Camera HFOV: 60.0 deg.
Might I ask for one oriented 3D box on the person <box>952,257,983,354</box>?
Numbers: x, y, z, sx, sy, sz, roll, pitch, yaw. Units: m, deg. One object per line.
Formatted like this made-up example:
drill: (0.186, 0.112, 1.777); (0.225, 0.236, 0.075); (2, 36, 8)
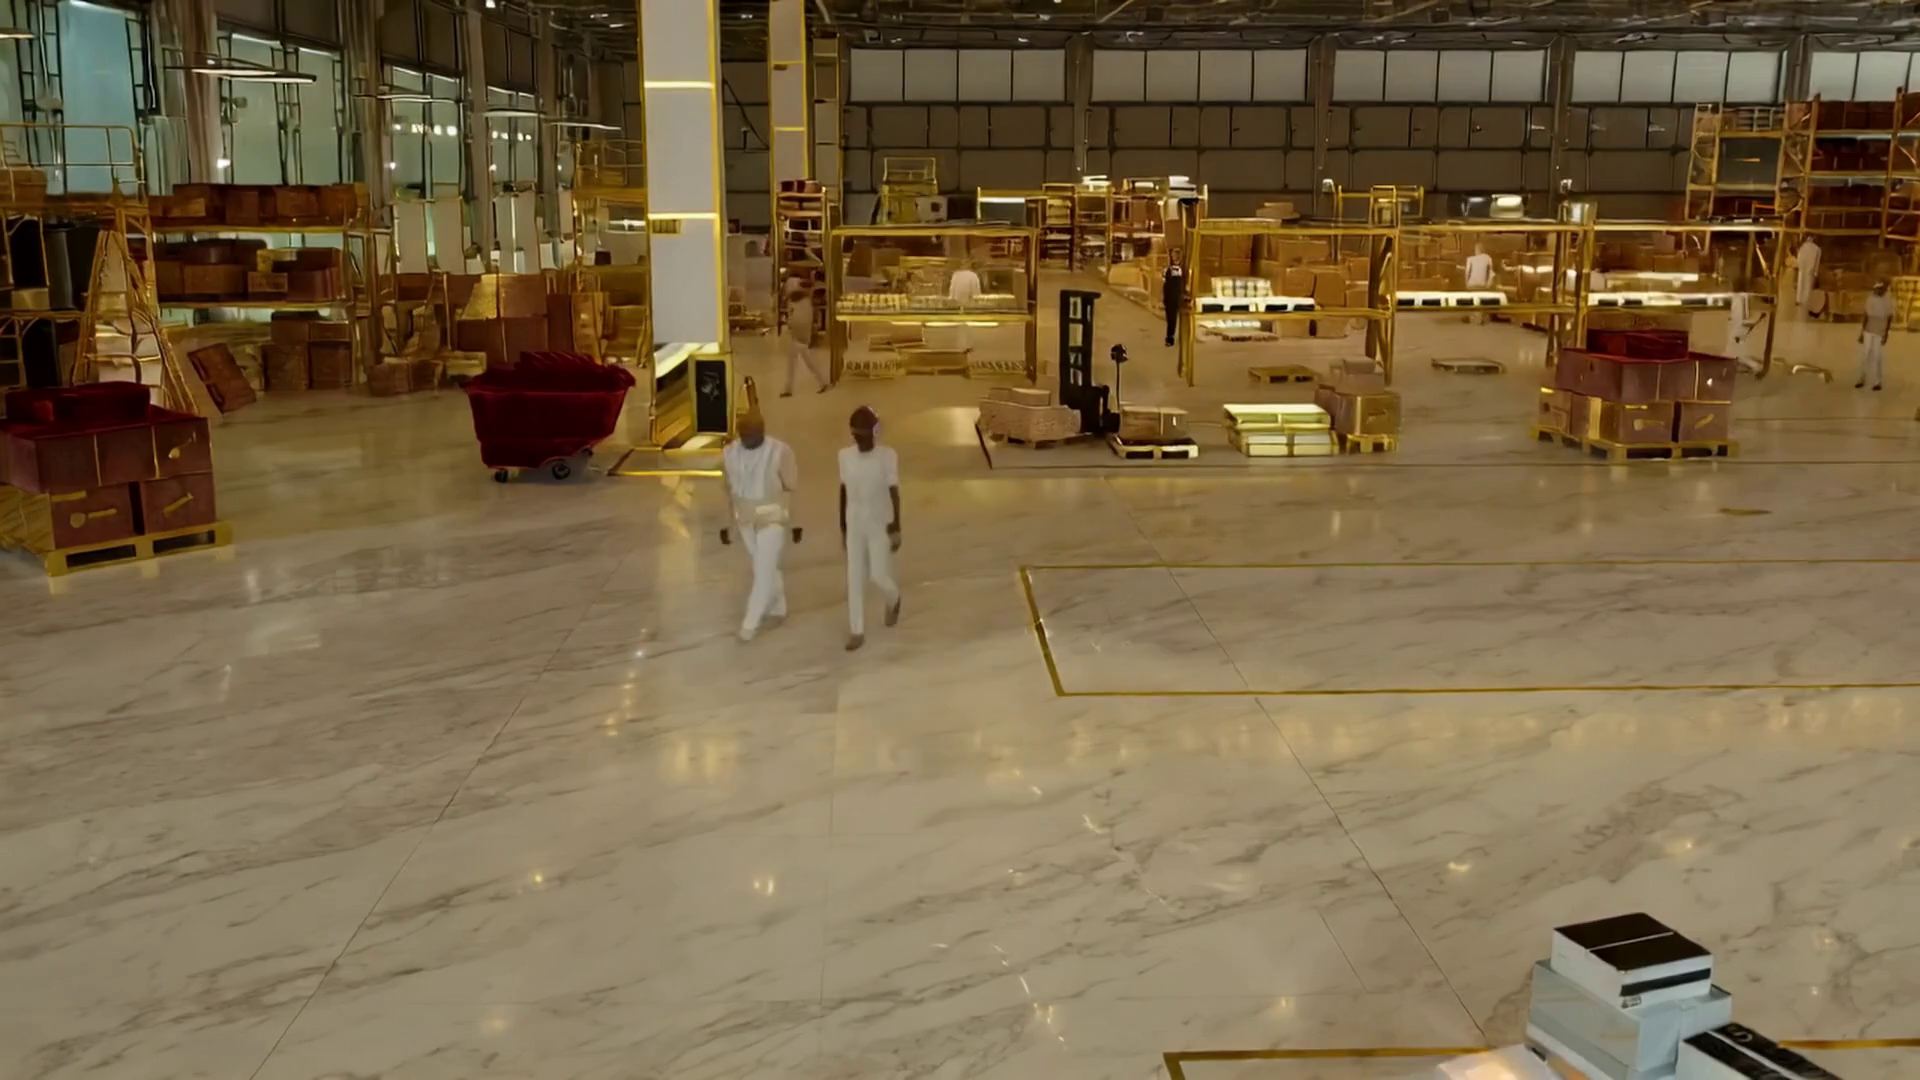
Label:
person: (0.208, -4.619, 32.815); (0.910, 1.903, 0.655); (-11, 17, -42)

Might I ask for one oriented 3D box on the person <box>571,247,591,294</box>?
person: (-8.444, -5.574, 37.099); (0.413, 1.911, 0.637); (-4, 13, -17)

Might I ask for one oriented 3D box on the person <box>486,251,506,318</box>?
person: (-11.433, -6.264, 40.856); (0.520, 1.633, 0.313); (11, 17, 41)

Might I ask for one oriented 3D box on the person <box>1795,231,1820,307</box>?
person: (22.515, -7.188, 44.189); (0.608, 1.995, 0.377); (11, 17, 41)

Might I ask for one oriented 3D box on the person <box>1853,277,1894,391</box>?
person: (15.008, -3.372, 27.280); (0.325, 1.860, 0.510); (-6, 14, -26)

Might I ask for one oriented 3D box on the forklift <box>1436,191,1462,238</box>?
forklift: (18.581, -11.763, 62.831); (1.873, 2.768, 1.129); (0, 12, -2)

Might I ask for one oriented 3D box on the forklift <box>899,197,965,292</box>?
forklift: (-0.712, -8.570, 48.413); (1.873, 2.768, 1.129); (9, 15, 34)

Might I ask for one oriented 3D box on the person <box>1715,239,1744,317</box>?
person: (19.150, -6.525, 41.434); (0.660, 1.887, 1.002); (4, 13, 16)

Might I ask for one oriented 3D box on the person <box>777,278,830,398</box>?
person: (-2.497, -3.222, 26.519); (0.863, 1.903, 0.595); (-10, 16, -39)

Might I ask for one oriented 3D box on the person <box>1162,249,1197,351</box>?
person: (4.353, -4.807, 33.334); (0.688, 2.000, 0.539); (7, 14, 29)

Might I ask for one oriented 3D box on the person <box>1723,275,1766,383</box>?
person: (13.103, -3.502, 27.853); (0.738, 1.860, 0.573); (11, 16, 40)

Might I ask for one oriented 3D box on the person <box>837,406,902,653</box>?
person: (-0.673, -0.121, 12.638); (0.524, 1.847, 0.802); (3, 13, 15)

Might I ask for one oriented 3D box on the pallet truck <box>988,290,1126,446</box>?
pallet truck: (1.257, -2.299, 22.111); (1.885, 1.965, 0.823); (-9, 15, -35)

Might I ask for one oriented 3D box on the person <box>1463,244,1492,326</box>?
person: (12.147, -5.971, 38.972); (0.650, 1.887, 1.032); (0, 12, -2)

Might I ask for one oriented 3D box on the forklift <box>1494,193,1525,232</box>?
forklift: (18.571, -10.343, 56.418); (1.129, 2.768, 1.873); (5, 14, 22)

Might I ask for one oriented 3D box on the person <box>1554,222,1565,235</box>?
person: (19.781, -9.482, 54.709); (0.560, 1.921, 0.495); (5, 13, 20)

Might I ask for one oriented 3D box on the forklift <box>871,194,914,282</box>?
forklift: (-1.846, -9.734, 53.668); (1.873, 2.768, 1.129); (-7, 14, -30)

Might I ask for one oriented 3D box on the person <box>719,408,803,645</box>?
person: (-1.567, -0.108, 12.684); (0.645, 1.788, 0.898); (7, 14, 28)
